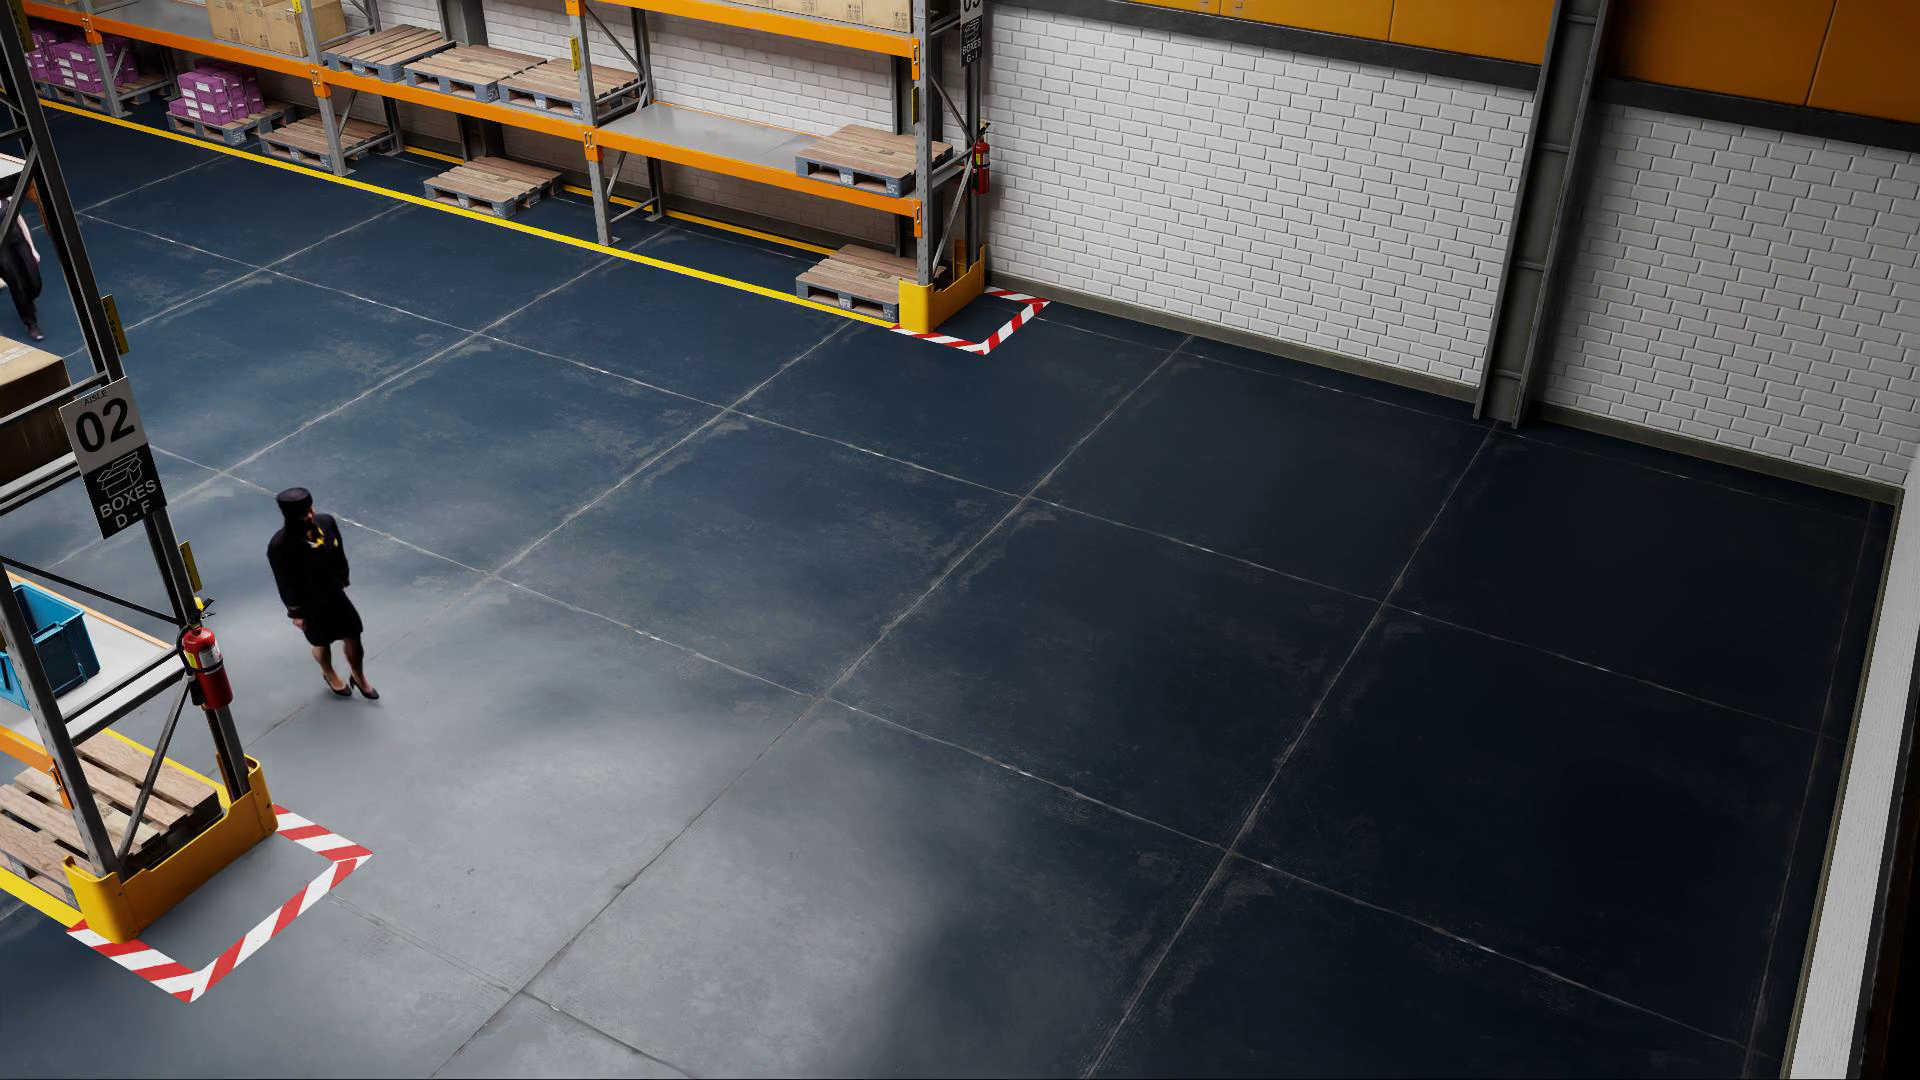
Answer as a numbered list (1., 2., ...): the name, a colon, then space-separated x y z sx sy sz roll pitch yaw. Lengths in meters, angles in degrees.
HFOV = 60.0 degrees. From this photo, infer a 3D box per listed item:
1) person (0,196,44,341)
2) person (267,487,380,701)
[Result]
1. person: -8.954 -2.746 15.619 0.717 1.737 0.844 -28 43 -35
2. person: -4.289 0.357 11.023 0.732 1.657 0.748 23 40 31
